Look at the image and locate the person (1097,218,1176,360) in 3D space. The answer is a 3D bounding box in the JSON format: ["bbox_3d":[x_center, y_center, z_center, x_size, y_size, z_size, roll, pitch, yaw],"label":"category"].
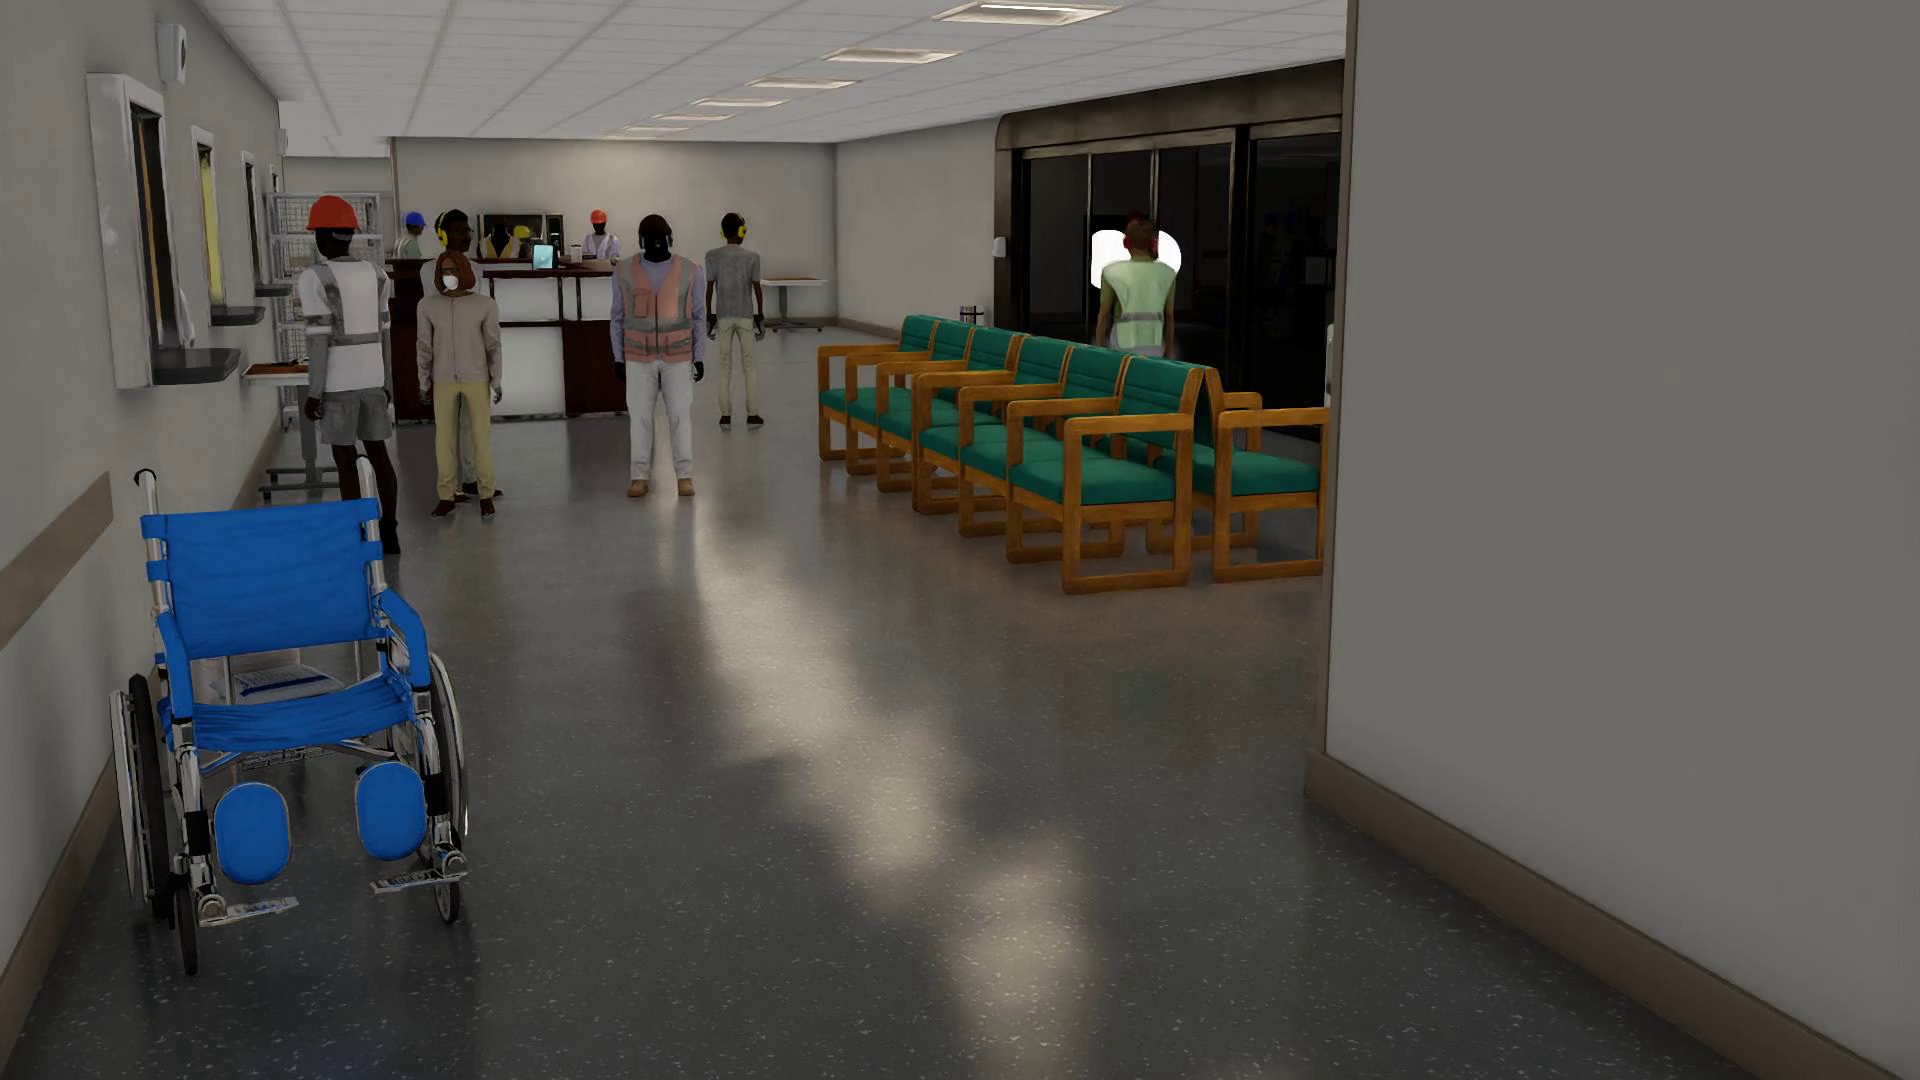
[{"bbox_3d":[1.266,-1.353,11.745,0.572,1.824,0.781,-4,12,-19],"label":"person"}]

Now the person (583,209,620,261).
[{"bbox_3d":[-5.078,-3.702,23.532,0.545,1.929,0.390,2,11,11],"label":"person"}]

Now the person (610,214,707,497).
[{"bbox_3d":[-1.972,-1.199,10.914,0.626,1.844,0.429,-1,11,-7],"label":"person"}]

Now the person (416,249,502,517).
[{"bbox_3d":[-3.054,-0.951,10.176,0.507,1.632,0.265,-1,11,-7],"label":"person"}]

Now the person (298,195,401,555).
[{"bbox_3d":[-3.268,-0.845,8.848,0.379,1.938,0.547,6,13,28],"label":"person"}]

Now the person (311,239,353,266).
[{"bbox_3d":[-9.275,-3.888,24.588,0.598,1.911,1.001,2,11,8],"label":"person"}]

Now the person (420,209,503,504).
[{"bbox_3d":[-3.218,-1.181,10.729,0.328,1.876,0.513,5,12,26],"label":"person"}]

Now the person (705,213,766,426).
[{"bbox_3d":[-1.973,-1.926,14.588,0.532,1.863,0.319,0,11,-1],"label":"person"}]

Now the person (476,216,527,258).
[{"bbox_3d":[-5.700,-3.105,20.729,0.619,1.835,0.430,-1,11,-5],"label":"person"}]
